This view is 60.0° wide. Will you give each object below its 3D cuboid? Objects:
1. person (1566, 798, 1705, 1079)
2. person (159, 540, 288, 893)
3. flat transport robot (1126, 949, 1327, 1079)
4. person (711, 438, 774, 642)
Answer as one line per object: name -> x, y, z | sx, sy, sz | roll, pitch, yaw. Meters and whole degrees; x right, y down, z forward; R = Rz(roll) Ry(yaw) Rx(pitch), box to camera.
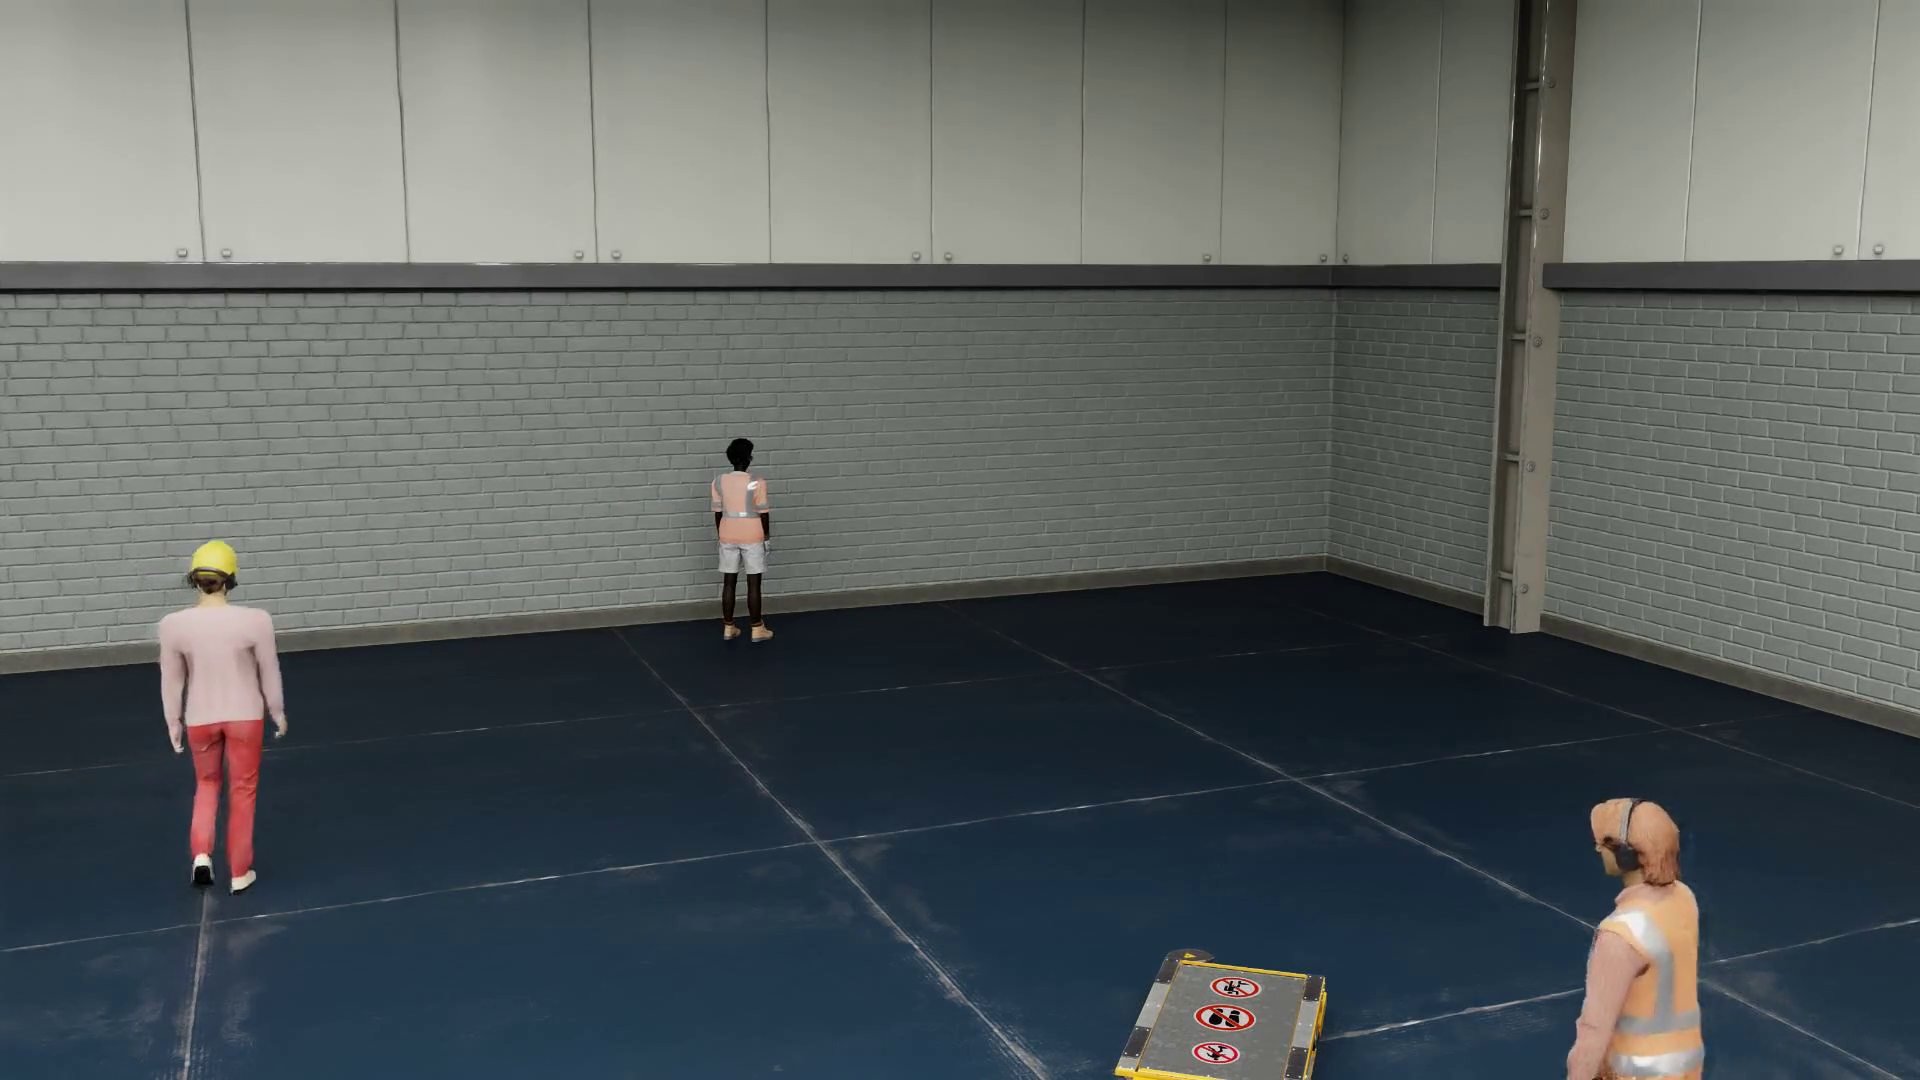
person -> 1.929, 1.506, 4.649 | 0.781, 1.596, 0.519 | 7, 11, 37
person -> -3.598, 0.869, 8.168 | 0.530, 1.755, 0.363 | -1, 9, -8
flat transport robot -> 0.988, 1.915, 6.232 | 0.652, 0.197, 1.431 | 3, 9, 17
person -> -1.799, 0.000, 13.790 | 0.534, 1.699, 0.318 | 3, 10, 21
